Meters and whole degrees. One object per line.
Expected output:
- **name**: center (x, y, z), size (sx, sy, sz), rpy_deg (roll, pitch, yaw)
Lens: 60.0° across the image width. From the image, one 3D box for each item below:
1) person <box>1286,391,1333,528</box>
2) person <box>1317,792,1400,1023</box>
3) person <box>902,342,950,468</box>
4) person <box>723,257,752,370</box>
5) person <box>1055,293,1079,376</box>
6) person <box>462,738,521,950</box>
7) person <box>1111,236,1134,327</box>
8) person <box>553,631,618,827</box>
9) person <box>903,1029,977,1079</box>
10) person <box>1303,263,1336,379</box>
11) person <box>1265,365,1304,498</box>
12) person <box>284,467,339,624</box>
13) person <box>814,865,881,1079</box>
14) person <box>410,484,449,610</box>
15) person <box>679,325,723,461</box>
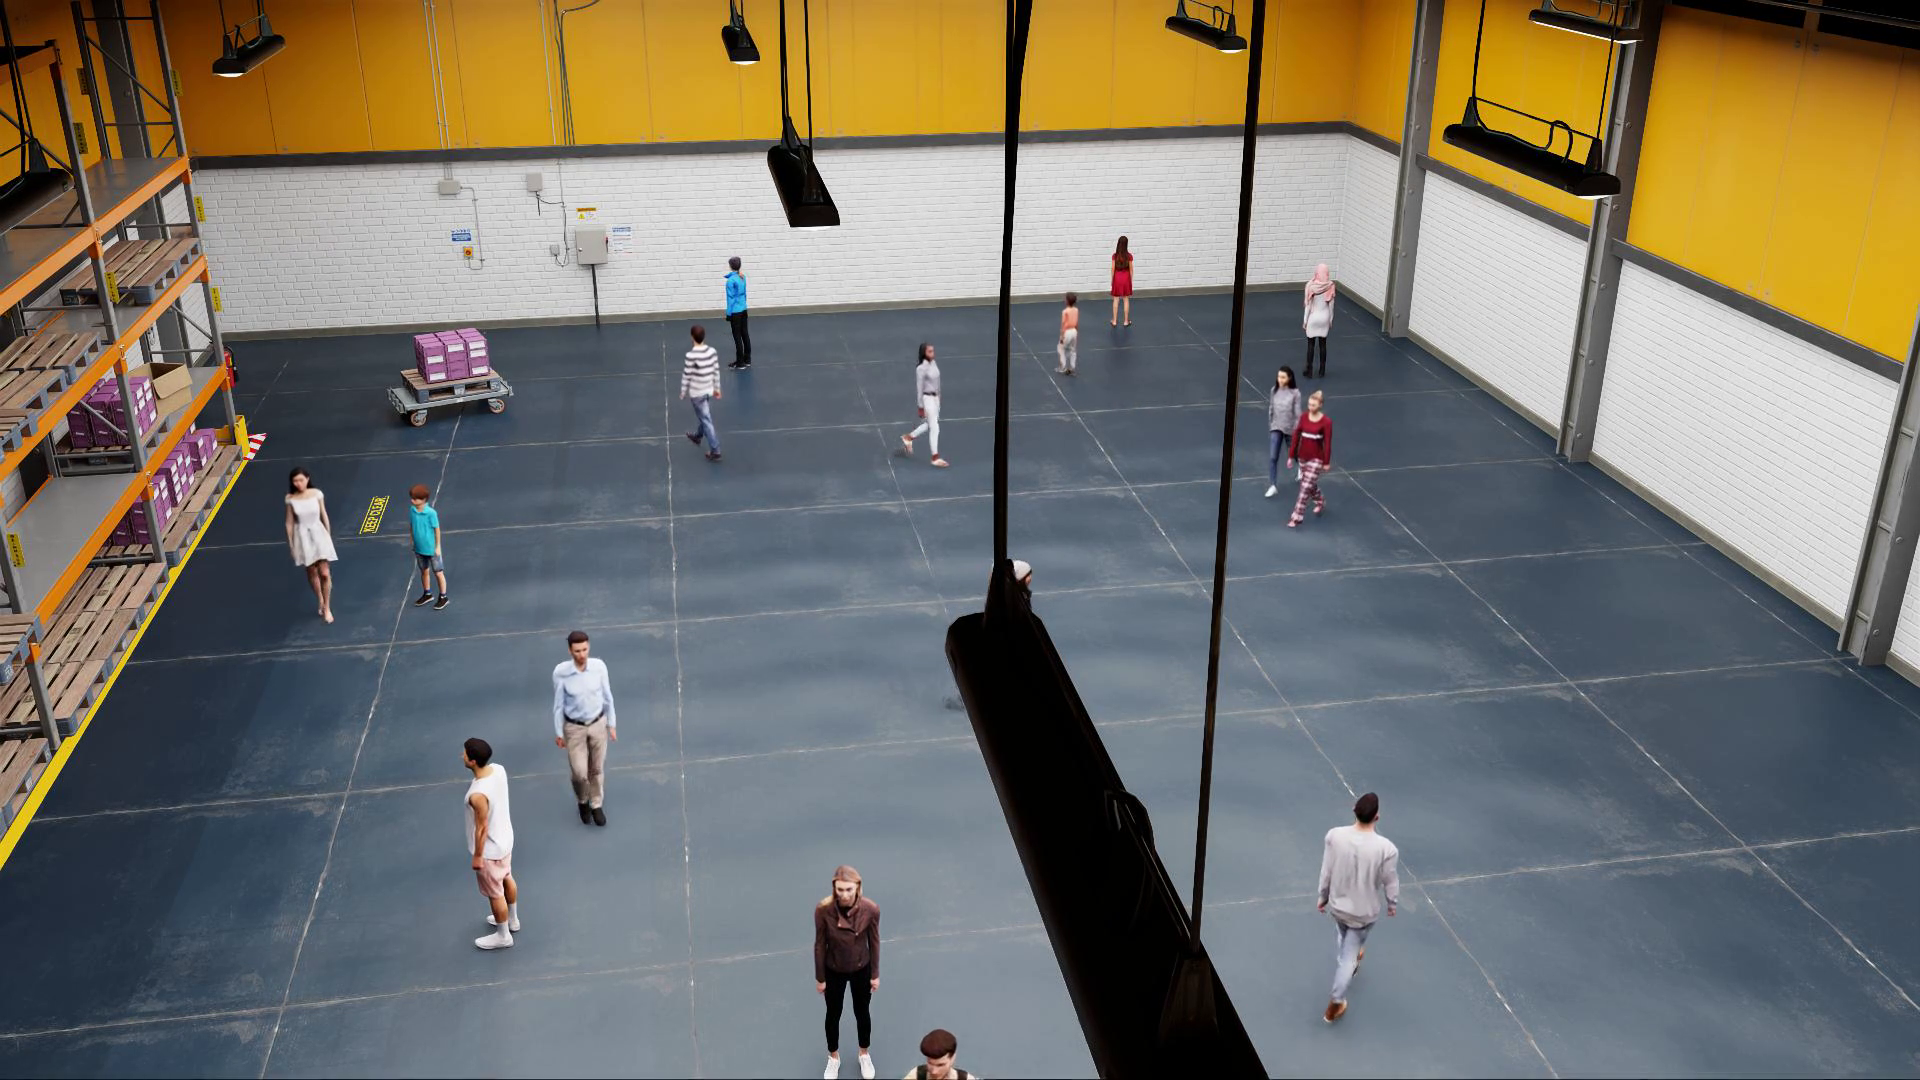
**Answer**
- **person**: center (4.370, -1.015, 20.525), size (1.120, 1.657, 1.098), rpy_deg (21, 31, 39)
- **person**: center (2.804, 2.666, 11.926), size (1.102, 1.800, 1.190), rpy_deg (14, 27, 28)
- **person**: center (-0.480, -1.839, 22.350), size (1.039, 1.704, 1.020), rpy_deg (13, 27, 28)
- **person**: center (-3.501, -3.596, 26.257), size (0.748, 1.796, 0.668), rpy_deg (13, 27, 27)
- **person**: center (1.743, -3.202, 25.973), size (0.612, 1.301, 0.675), rpy_deg (-16, 28, -32)
- **person**: center (-3.587, 2.310, 12.753), size (0.755, 1.789, 0.601), rpy_deg (2, 24, 5)
- **person**: center (2.775, -4.450, 28.513), size (0.625, 1.553, 0.686), rpy_deg (4, 24, 8)
- **person**: center (-3.252, 1.589, 14.353), size (0.745, 1.830, 0.742), rpy_deg (-12, 26, -25)
- **person**: center (-0.100, 3.594, 9.726), size (0.986, 1.861, 1.263), rpy_deg (5, 24, 11)
- **person**: center (5.557, -3.406, 25.813), size (0.657, 1.803, 0.616), rpy_deg (-1, 24, -3)
- **person**: center (4.224, -1.432, 21.410), size (1.047, 1.711, 1.120), rpy_deg (14, 27, 28)
- **person**: center (-7.049, 0.014, 18.047), size (0.703, 1.757, 0.810), rpy_deg (-8, 25, -18)
- **person**: center (-0.767, 2.949, 11.397), size (0.617, 1.705, 0.521), rpy_deg (-2, 24, -5)
- **person**: center (-5.878, 0.046, 18.359), size (0.602, 1.448, 0.635), rpy_deg (10, 26, 22)
- **person**: center (-3.427, -1.956, 22.487), size (1.203, 1.809, 1.090), rpy_deg (19, 30, 36)
